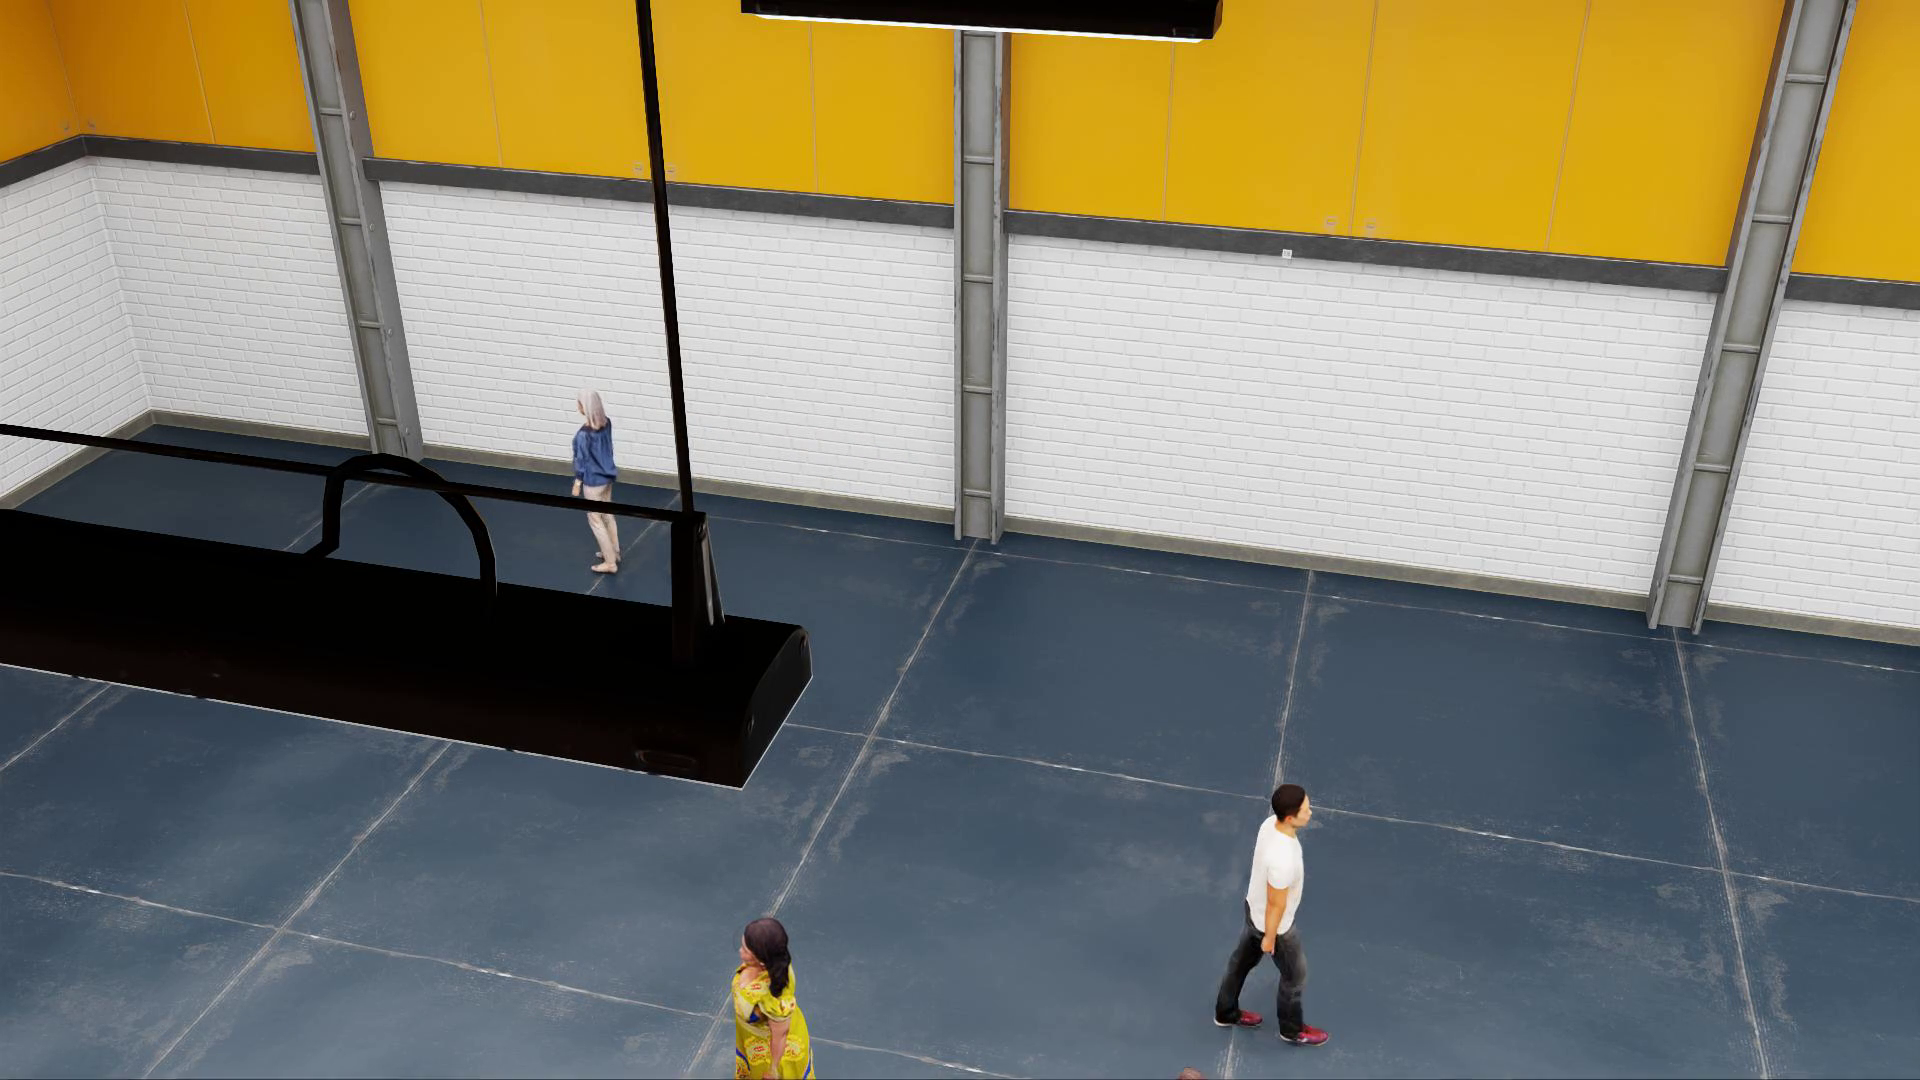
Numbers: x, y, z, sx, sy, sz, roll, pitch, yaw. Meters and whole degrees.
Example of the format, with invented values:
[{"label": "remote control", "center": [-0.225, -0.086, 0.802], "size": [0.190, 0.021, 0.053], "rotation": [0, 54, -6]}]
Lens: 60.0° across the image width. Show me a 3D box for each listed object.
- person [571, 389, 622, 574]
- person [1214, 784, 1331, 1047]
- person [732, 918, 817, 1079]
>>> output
[{"label": "person", "center": [-3.110, -0.499, 14.364], "size": [0.577, 1.695, 0.630], "rotation": [9, 30, 17]}, {"label": "person", "center": [1.678, 2.127, 9.463], "size": [0.962, 1.779, 0.802], "rotation": [-1, 29, -2]}, {"label": "person", "center": [-0.981, 2.620, 8.683], "size": [1.018, 1.660, 1.001], "rotation": [-9, 30, -16]}]
